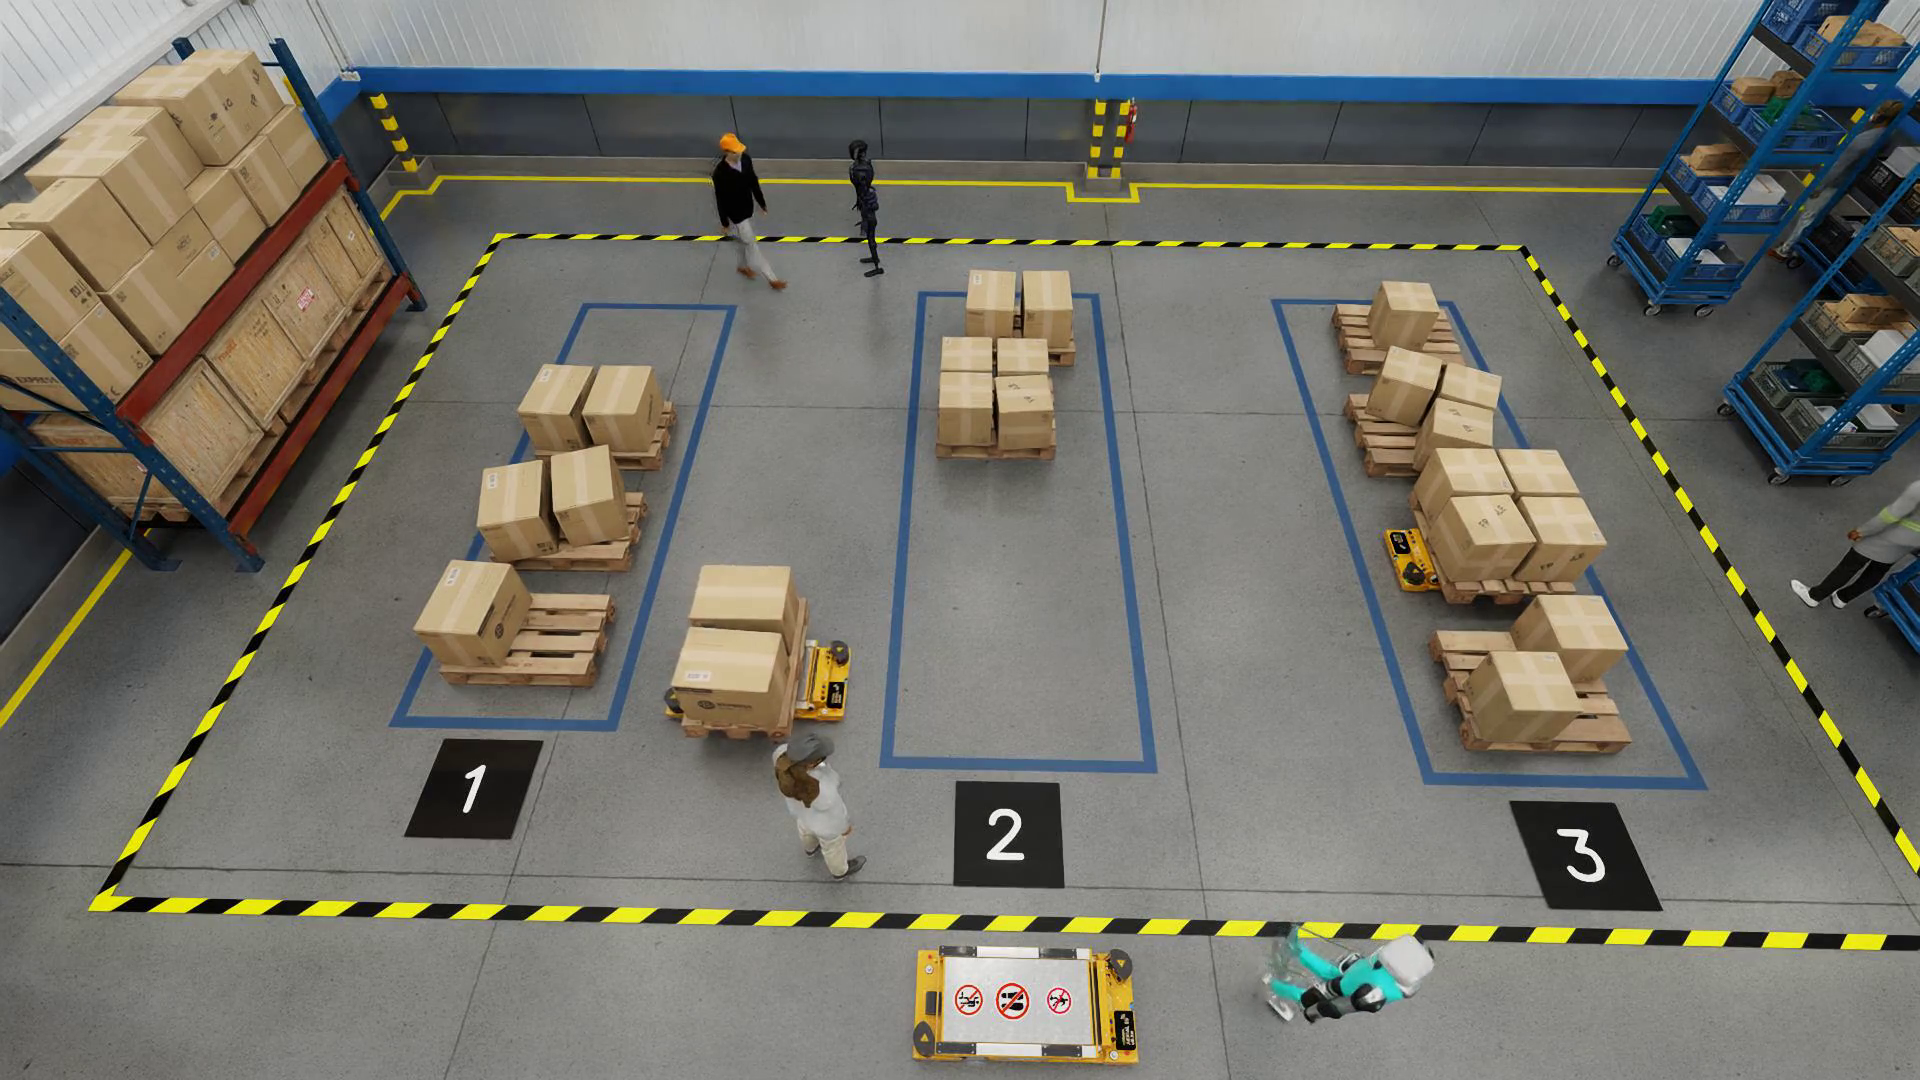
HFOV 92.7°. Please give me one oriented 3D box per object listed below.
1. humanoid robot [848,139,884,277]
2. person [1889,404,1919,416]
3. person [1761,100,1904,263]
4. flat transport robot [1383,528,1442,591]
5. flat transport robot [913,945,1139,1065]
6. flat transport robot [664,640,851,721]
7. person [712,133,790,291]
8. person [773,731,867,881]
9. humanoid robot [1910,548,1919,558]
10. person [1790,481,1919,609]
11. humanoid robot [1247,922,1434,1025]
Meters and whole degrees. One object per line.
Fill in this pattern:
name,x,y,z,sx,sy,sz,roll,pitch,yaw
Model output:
humanoid robot,-1.111,-3.882,10.732,0.315,1.656,0.599,-8,51,-6
person,10.157,-2.018,9.039,0.602,1.961,0.368,10,52,8
person,10.391,-4.218,10.857,0.626,1.932,0.371,-19,53,-15
flat transport robot,4.689,0.155,8.342,1.431,0.197,0.652,1,51,1
flat transport robot,0.422,3.041,6.007,1.431,0.231,0.659,1,51,1
flat transport robot,-1.646,1.138,7.540,1.431,0.197,0.652,1,51,1
person,-2.390,-3.731,10.509,0.919,1.844,0.610,21,54,16
person,-0.943,1.768,6.078,0.572,1.762,0.404,35,59,25
humanoid robot,8.951,-0.328,7.851,0.614,1.646,0.416,-13,52,-11
person,7.690,-0.071,7.522,0.587,1.853,0.374,5,51,4
humanoid robot,2.134,2.569,5.501,0.562,1.869,0.760,-28,56,-21
